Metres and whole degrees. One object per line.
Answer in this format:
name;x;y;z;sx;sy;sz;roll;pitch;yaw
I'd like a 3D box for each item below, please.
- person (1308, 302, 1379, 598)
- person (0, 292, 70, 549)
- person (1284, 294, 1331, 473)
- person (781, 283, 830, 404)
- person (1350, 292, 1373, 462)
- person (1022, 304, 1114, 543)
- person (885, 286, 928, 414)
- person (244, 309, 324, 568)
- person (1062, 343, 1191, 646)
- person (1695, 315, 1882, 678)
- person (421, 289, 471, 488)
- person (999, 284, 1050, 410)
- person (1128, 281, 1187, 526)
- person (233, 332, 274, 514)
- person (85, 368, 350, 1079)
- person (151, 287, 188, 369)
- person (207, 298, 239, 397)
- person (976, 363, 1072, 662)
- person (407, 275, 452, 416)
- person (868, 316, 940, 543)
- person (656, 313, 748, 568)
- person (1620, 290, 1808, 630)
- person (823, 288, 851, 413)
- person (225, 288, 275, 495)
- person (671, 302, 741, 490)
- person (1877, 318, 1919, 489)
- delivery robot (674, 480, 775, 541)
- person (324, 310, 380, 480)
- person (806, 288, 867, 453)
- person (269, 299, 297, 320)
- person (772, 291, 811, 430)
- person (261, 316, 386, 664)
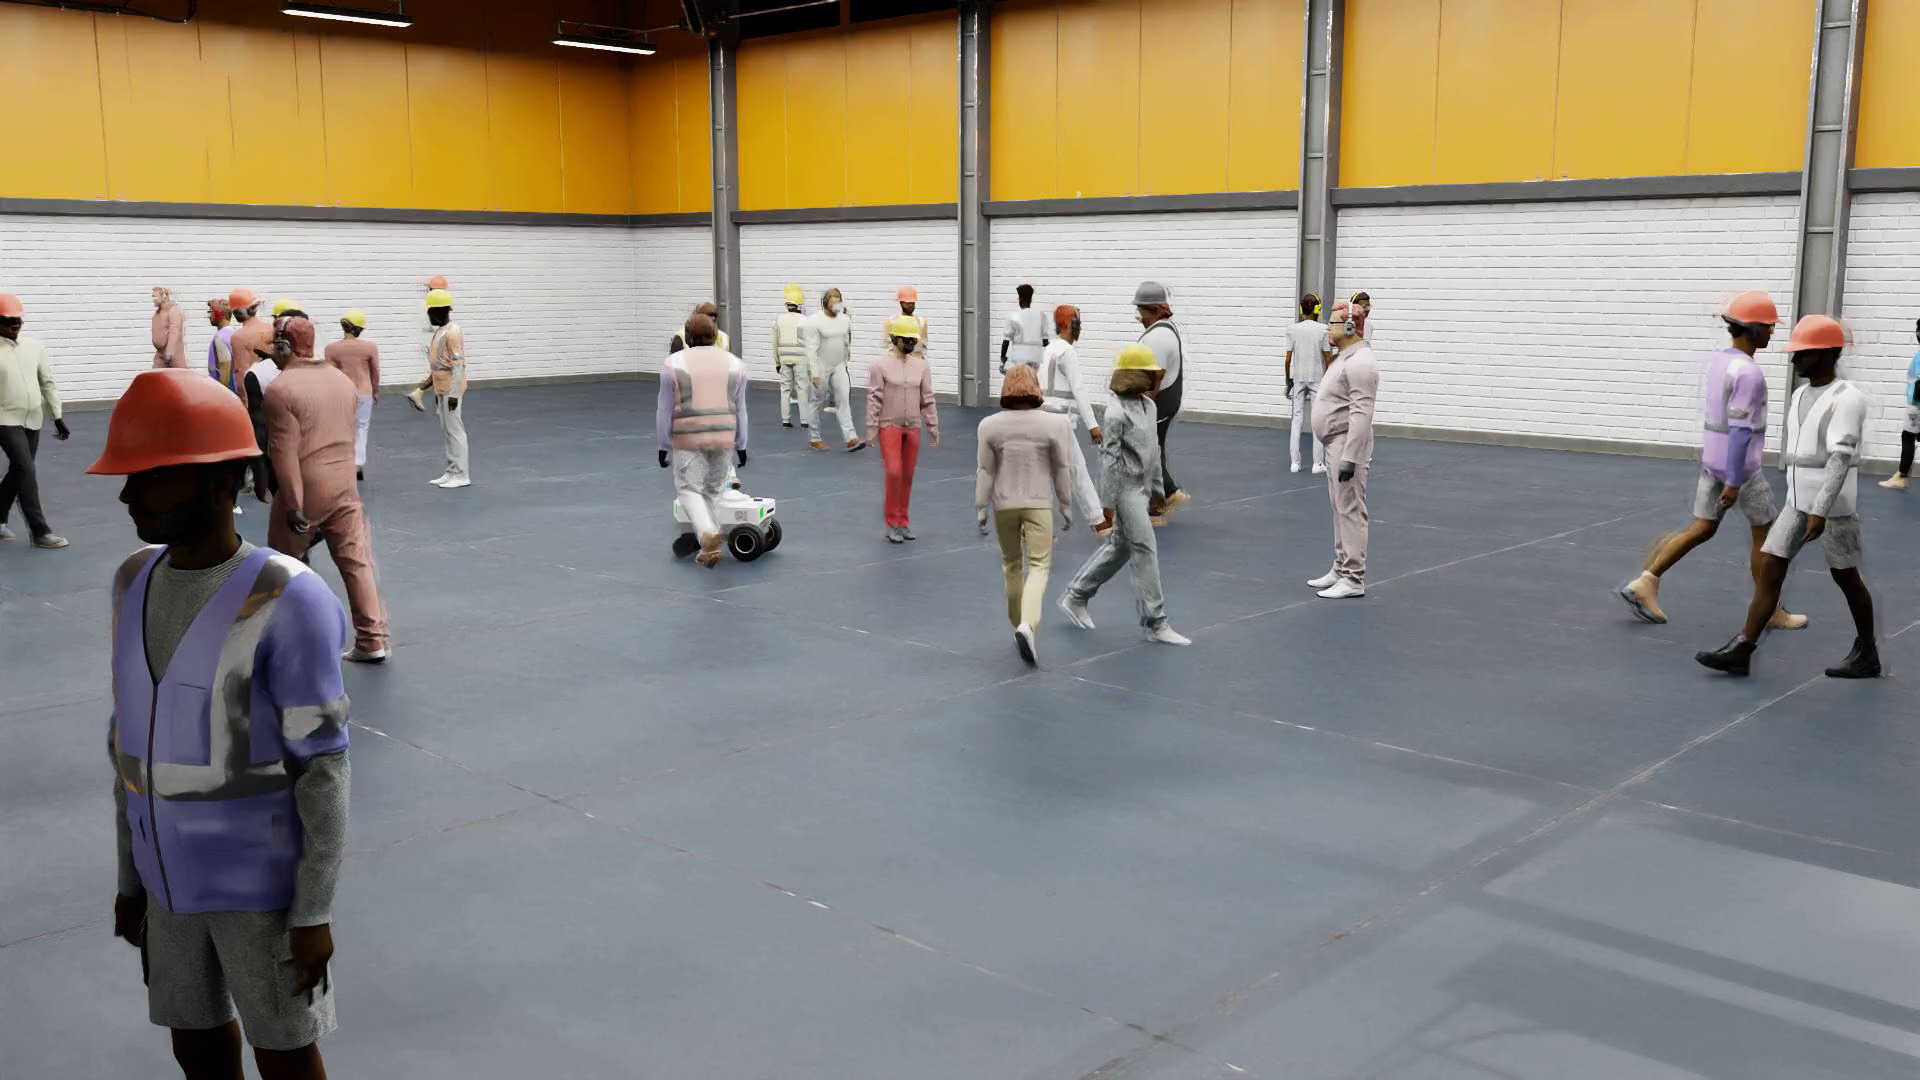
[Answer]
person;2.474;-0.579;10.771;0.406;1.911;0.636;1;9;5
person;-7.275;-0.923;12.768;0.990;1.953;0.609;3;10;20
person;3.632;-1.625;17.323;0.517;1.865;0.327;5;10;26
person;-2.448;-3.070;26.075;0.705;1.901;0.604;-4;10;-24
person;4.346;-1.775;18.223;0.535;1.868;0.309;-7;12;-36
person;0.890;-0.888;12.854;0.968;1.829;0.685;-1;9;-6
person;-0.611;-2.015;19.525;0.542;1.921;0.413;-3;10;-20
person;-4.100;-0.464;10.140;0.660;1.890;0.597;6;11;34
person;0.947;-0.278;9.545;0.831;1.712;0.490;5;11;29
person;4.370;-0.202;8.536;0.985;1.888;0.567;-1;9;-9
person;-4.997;-1.466;16.154;0.386;1.922;0.593;-5;11;-30
person;0.807;-2.349;21.579;0.633;1.911;0.984;-4;10;-25
person;1.554;-1.120;13.682;0.536;2.000;0.709;2;9;11
person;-6.023;-1.006;14.372;0.872;1.589;0.509;2;10;13
person;-1.422;0.642;3.190;0.542;1.939;0.368;4;10;23
person;-11.370;-2.670;23.726;0.663;1.854;0.975;7;12;36
person;-6.948;-1.378;15.861;0.373;1.842;0.568;-2;9;-11
person;0.339;-0.164;9.119;0.516;1.607;0.734;2;9;11
person;-7.588;-2.787;23.943;0.609;2.031;0.609;-6;11;-31
person;-0.403;-0.852;12.883;0.554;1.749;0.545;-5;11;-30
person;-1.777;-0.670;11.629;0.654;1.819;0.693;-4;10;-26
person;4.472;-0.457;9.755;1.011;2.010;0.609;0;9;3
person;-1.821;-2.791;24.530;0.514;1.842;0.328;-9;13;-43
person;-6.432;-1.363;15.464;0.903;1.961;0.636;4;10;22
person;-2.391;-1.336;15.748;0.617;1.793;0.932;-5;10;-28
person;9.249;-1.304;15.912;0.541;1.681;0.647;-9;13;-43
delivery robot;-1.738;-0.200;12.276;0.707;0.478;0.477;2;10;10
person;-6.157;-1.475;16.866;0.513;1.713;0.917;-2;9;-12
person;-1.445;-1.929;19.098;0.648;1.885;1.005;-7;12;-38
person;-6.811;-1.547;16.974;0.427;1.815;0.608;1;9;6
person;-2.179;-2.366;21.950;0.591;1.833;0.404;4;10;21
person;-3.526;-0.257;8.927;0.968;1.861;0.649;4;10;25
